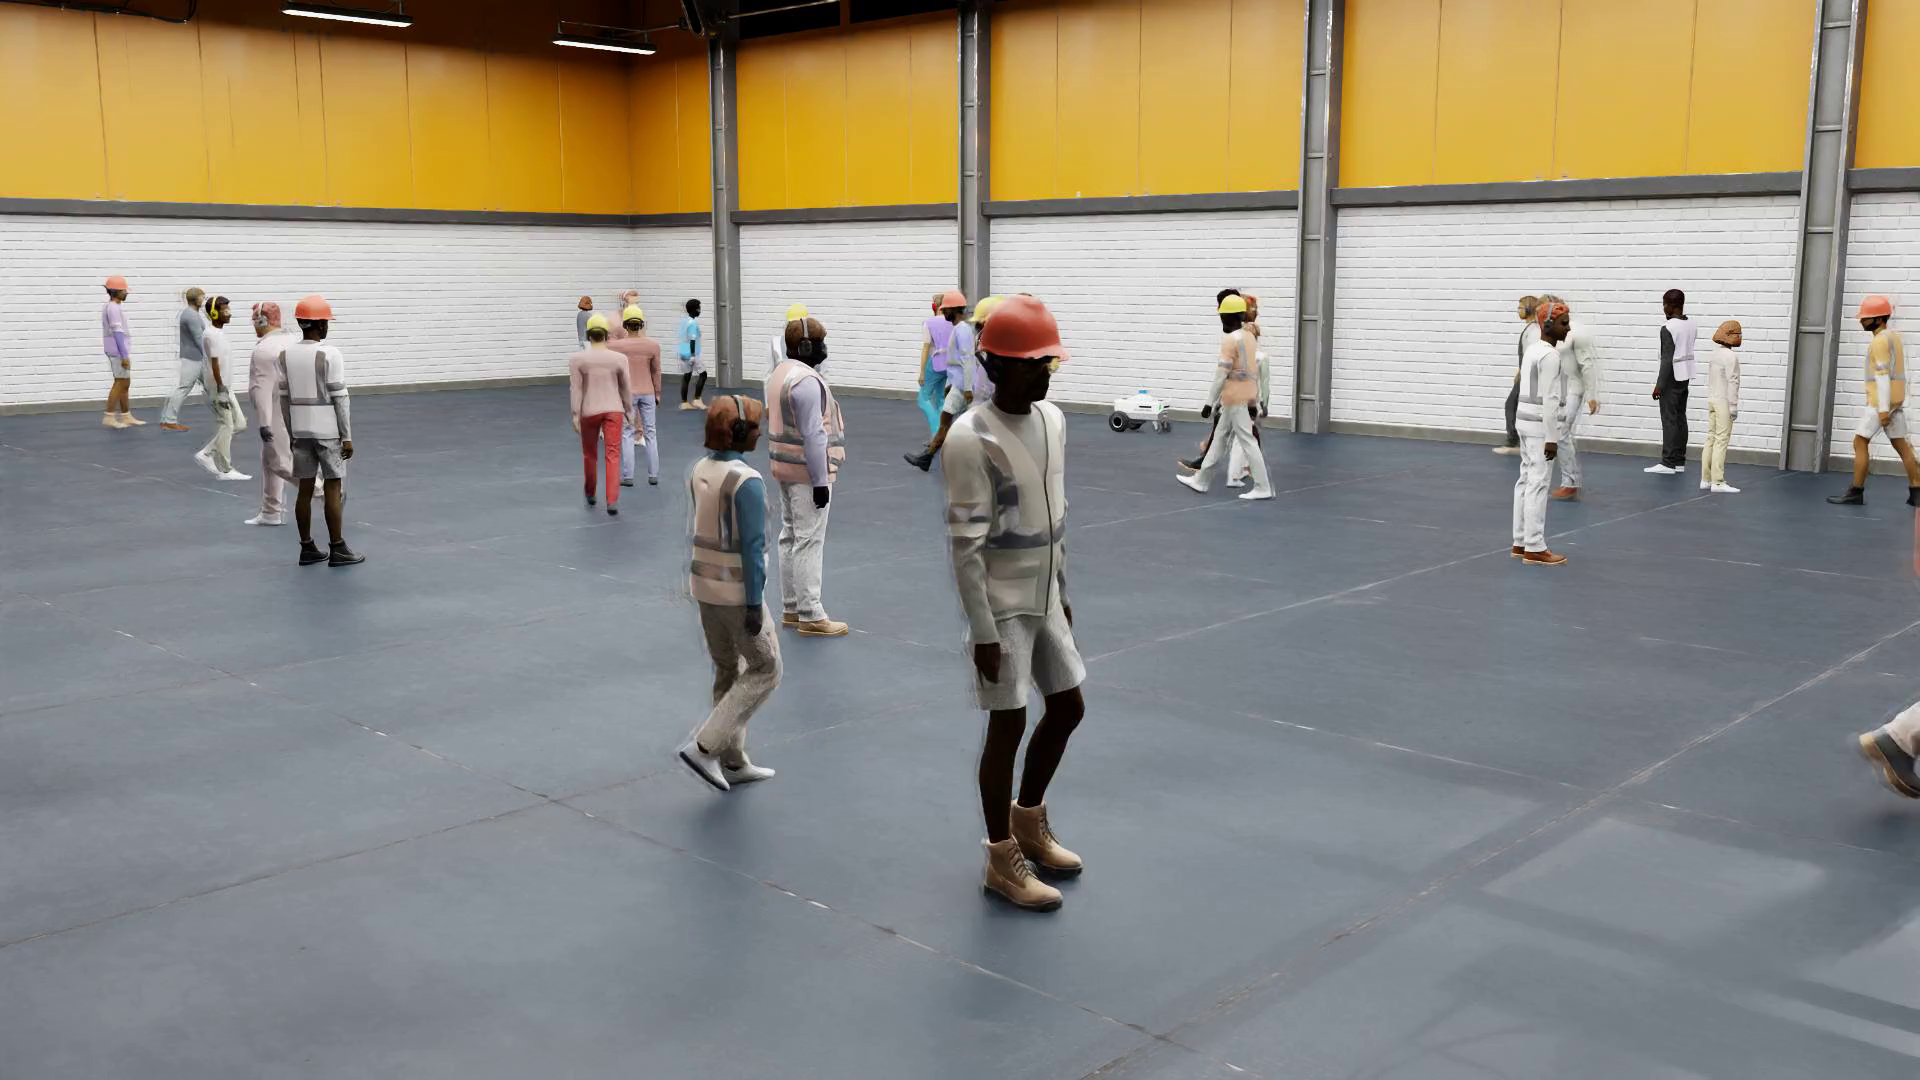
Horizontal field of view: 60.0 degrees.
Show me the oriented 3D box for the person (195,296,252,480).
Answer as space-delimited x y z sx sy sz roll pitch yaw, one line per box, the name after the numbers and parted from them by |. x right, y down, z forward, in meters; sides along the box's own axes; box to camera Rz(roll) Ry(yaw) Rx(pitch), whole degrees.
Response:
-7.399 -1.505 16.611 0.461 1.856 0.519 -2 9 -9 | person

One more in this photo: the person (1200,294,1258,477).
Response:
2.805 -1.582 17.053 0.625 1.867 0.582 5 10 26 | person

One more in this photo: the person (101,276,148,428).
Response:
-11.266 -2.502 22.235 0.606 2.034 0.640 -5 11 -29 | person

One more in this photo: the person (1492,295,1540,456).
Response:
6.359 -1.847 18.822 0.737 1.821 0.532 5 11 28 | person

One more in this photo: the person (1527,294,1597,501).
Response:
5.518 -1.308 15.278 0.564 1.892 0.652 -5 11 -28 | person

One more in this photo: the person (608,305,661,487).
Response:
-3.173 -1.402 16.251 0.525 1.769 0.313 -5 11 -28 | person

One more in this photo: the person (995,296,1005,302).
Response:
0.548 -2.579 23.565 0.503 1.737 0.329 -5 10 -27 | person

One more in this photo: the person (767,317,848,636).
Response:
-0.886 -0.367 9.673 0.429 1.844 0.626 -4 10 -22 | person

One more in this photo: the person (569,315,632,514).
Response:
-3.150 -1.110 14.610 0.537 1.712 0.934 -3 10 -15 | person

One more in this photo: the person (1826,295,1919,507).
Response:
8.305 -1.229 14.852 0.596 1.895 0.749 -9 13 -44 | person

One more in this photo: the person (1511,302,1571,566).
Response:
4.195 -0.766 11.994 0.358 1.881 0.574 1 9 4 | person

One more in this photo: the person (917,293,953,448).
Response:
-0.273 -1.984 19.610 0.604 1.827 0.503 -8 12 -41 | person

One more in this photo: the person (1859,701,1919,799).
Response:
3.892 0.089 6.455 0.531 1.978 0.618 2 9 12 | person

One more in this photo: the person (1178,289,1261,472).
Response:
2.707 -1.607 17.051 0.972 1.904 0.663 2 9 11 | person

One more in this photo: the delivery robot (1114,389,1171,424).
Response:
2.368 -1.715 21.586 0.707 0.478 0.477 6 11 32 | delivery robot

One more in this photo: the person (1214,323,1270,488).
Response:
2.781 -1.324 16.306 0.529 1.586 0.796 6 11 32 | person

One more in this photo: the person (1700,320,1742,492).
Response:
7.286 -1.273 15.863 0.279 1.633 0.506 0 9 2 | person

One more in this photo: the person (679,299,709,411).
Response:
-3.966 -2.755 24.831 0.512 1.675 0.536 -5 11 -29 | person

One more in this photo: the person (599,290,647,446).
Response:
-4.030 -2.049 19.869 0.679 1.881 0.677 5 11 30 | person

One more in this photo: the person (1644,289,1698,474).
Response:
7.411 -1.641 17.266 0.587 1.914 0.392 -8 12 -41 | person

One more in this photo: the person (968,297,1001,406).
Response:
0.319 -0.887 12.665 0.659 1.909 0.590 -1 9 -9 | person

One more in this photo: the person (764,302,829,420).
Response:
-1.512 -1.304 15.490 0.607 1.813 0.578 -1 9 -6 | person

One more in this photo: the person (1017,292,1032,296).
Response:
0.768 -2.008 19.733 0.430 1.844 0.623 -5 11 -30 | person

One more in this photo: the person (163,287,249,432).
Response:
-9.936 -2.345 21.695 1.047 1.886 0.649 -3 10 -20 | person

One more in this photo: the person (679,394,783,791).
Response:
-0.934 0.228 6.701 0.398 1.626 0.516 -7 11 -35 | person

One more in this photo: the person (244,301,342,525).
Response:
-5.496 -1.014 13.585 0.831 1.869 0.650 0 9 1 | person

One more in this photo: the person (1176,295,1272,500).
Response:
2.466 -1.311 15.353 0.994 1.870 0.591 4 10 25 | person

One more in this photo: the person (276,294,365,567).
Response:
-4.567 -0.772 11.864 0.545 1.938 0.361 3 10 17 | person

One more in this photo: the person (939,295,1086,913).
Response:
0.205 0.210 5.542 0.422 2.030 0.672 7 11 36 | person

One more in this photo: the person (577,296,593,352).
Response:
-6.615 -3.500 29.515 0.285 1.633 0.497 -8 12 -41 | person

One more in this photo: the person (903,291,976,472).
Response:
-0.093 -1.640 17.337 0.991 1.883 0.579 0 9 0 | person
